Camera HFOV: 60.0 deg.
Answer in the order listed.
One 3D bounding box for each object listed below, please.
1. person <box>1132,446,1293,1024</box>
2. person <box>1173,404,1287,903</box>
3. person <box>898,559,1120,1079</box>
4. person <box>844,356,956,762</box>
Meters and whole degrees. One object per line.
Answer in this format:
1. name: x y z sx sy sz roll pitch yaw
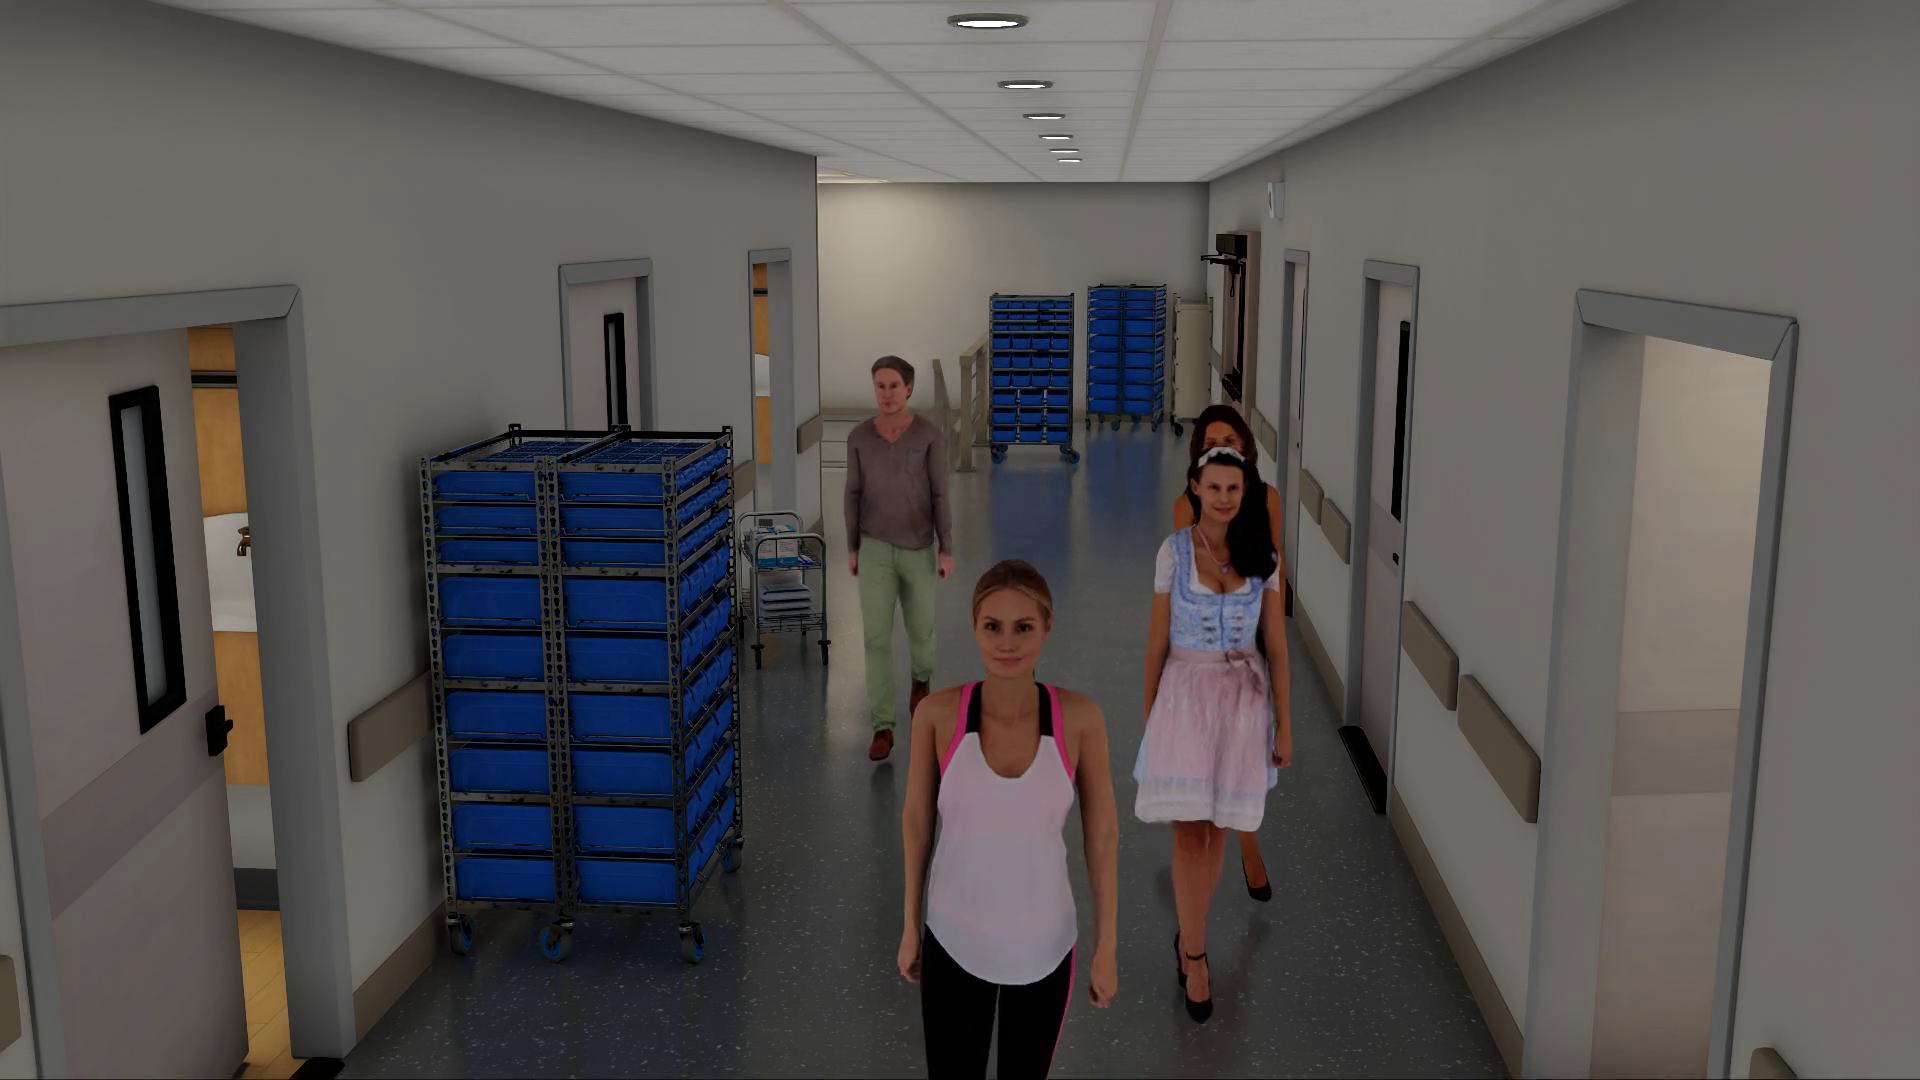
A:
1. person: 0.780 0.587 5.326 0.731 1.798 0.877 -1 11 -6
2. person: 0.984 0.409 6.289 0.829 1.788 1.211 -3 11 -16
3. person: 0.101 0.899 3.736 0.634 1.778 0.607 1 11 4
4. person: -0.278 0.059 7.970 0.691 1.850 1.186 1 11 3
